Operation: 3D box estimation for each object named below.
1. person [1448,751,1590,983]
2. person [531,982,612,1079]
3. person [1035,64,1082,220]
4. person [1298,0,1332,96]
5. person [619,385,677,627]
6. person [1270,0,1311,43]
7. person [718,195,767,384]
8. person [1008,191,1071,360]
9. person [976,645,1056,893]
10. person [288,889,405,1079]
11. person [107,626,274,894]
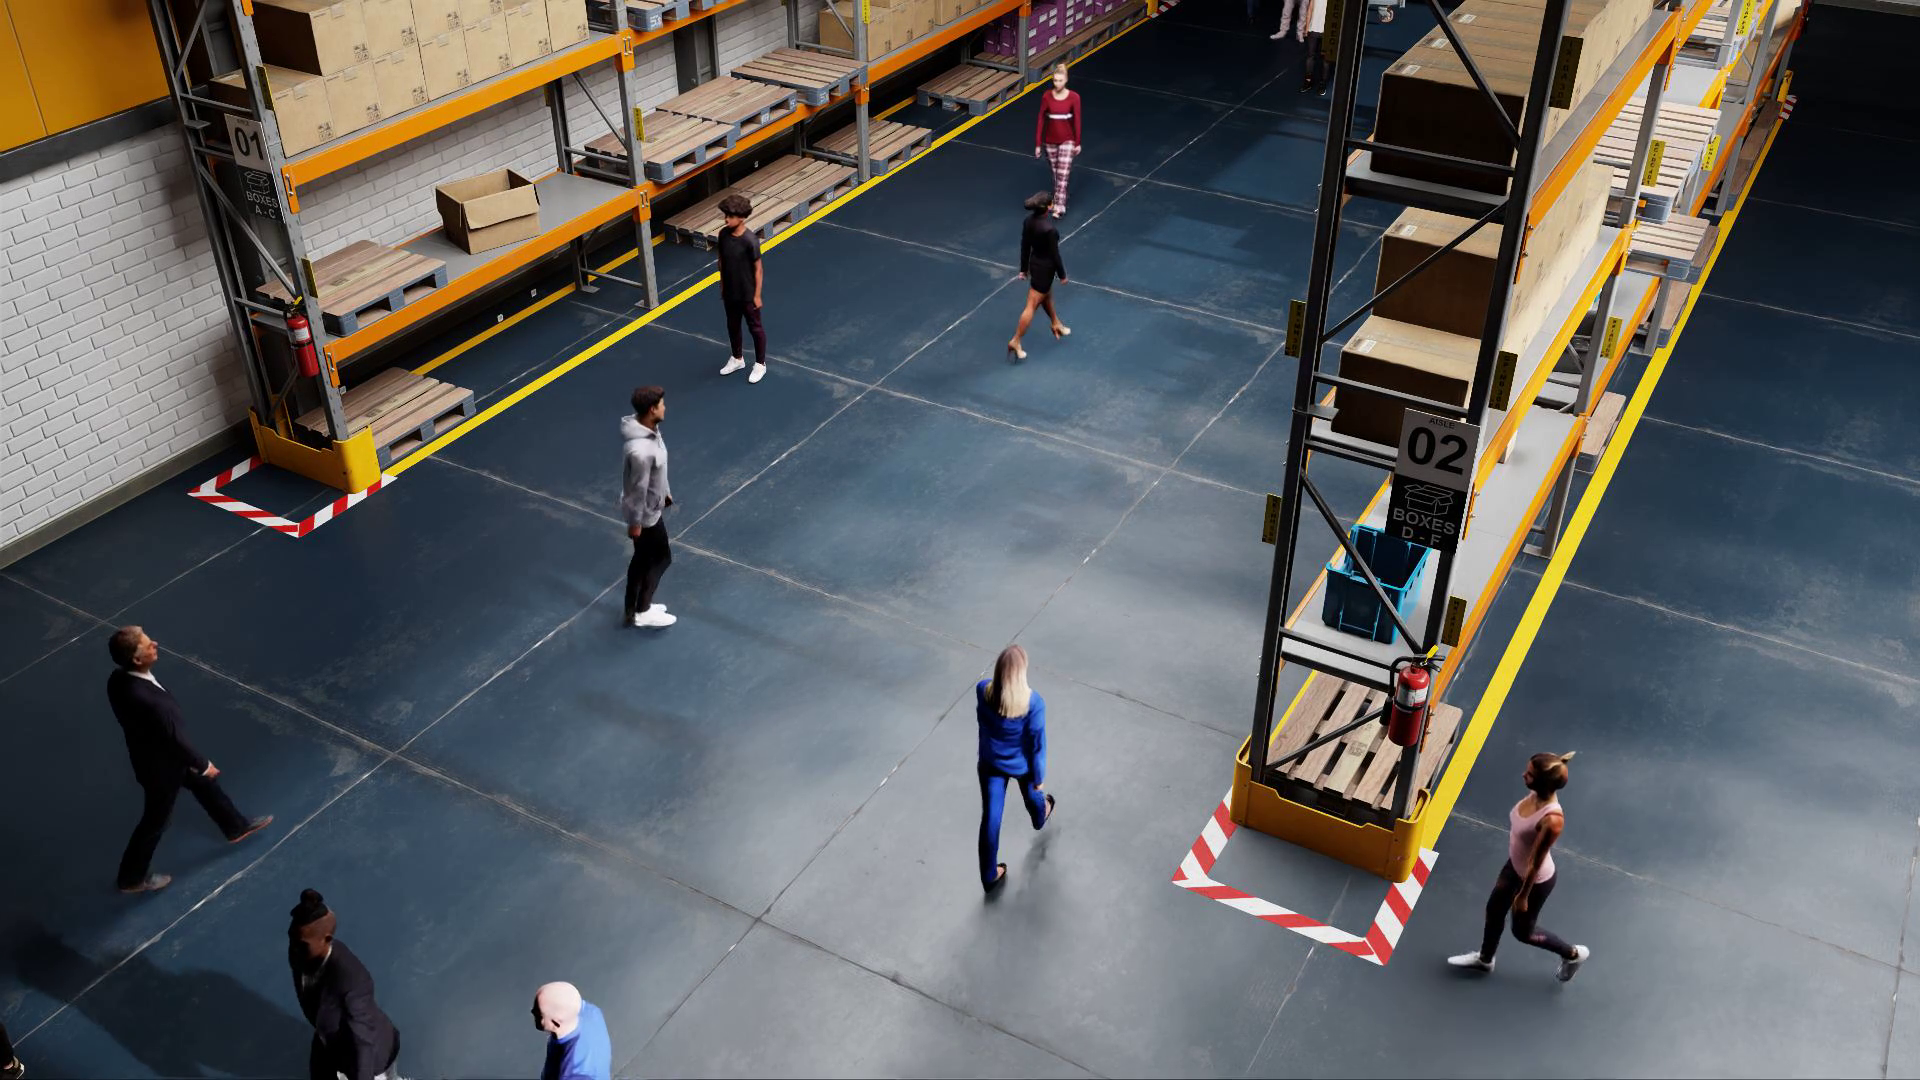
[{"bbox_3d":[3.207,1.832,9.131,0.907,1.634,0.981,1,34,2],"label":"person"},{"bbox_3d":[-1.641,2.701,7.653,1.125,1.822,1.139,-4,34,-6],"label":"person"},{"bbox_3d":[1.125,-4.468,18.585,0.835,1.660,1.119,7,34,11],"label":"person"},{"bbox_3d":[4.809,-6.787,22.022,0.616,1.718,0.520,19,38,26],"label":"person"},{"bbox_3d":[-2.342,-0.195,11.956,0.926,1.881,0.859,1,34,1],"label":"person"},{"bbox_3d":[4.870,-8.006,23.902,0.815,1.667,0.679,16,37,22],"label":"person"},{"bbox_3d":[-1.999,-2.324,15.248,0.617,1.784,0.546,19,38,26],"label":"person"},{"bbox_3d":[0.700,-2.438,15.595,1.112,1.588,0.895,-19,38,-26],"label":"person"},{"bbox_3d":[0.249,1.386,9.773,0.719,1.666,1.079,14,36,20],"label":"person"},{"bbox_3d":[-2.866,2.365,8.059,0.759,1.933,0.924,20,39,27],"label":"person"},{"bbox_3d":[-4.772,1.330,9.762,1.277,1.771,0.989,-22,40,-30],"label":"person"}]
